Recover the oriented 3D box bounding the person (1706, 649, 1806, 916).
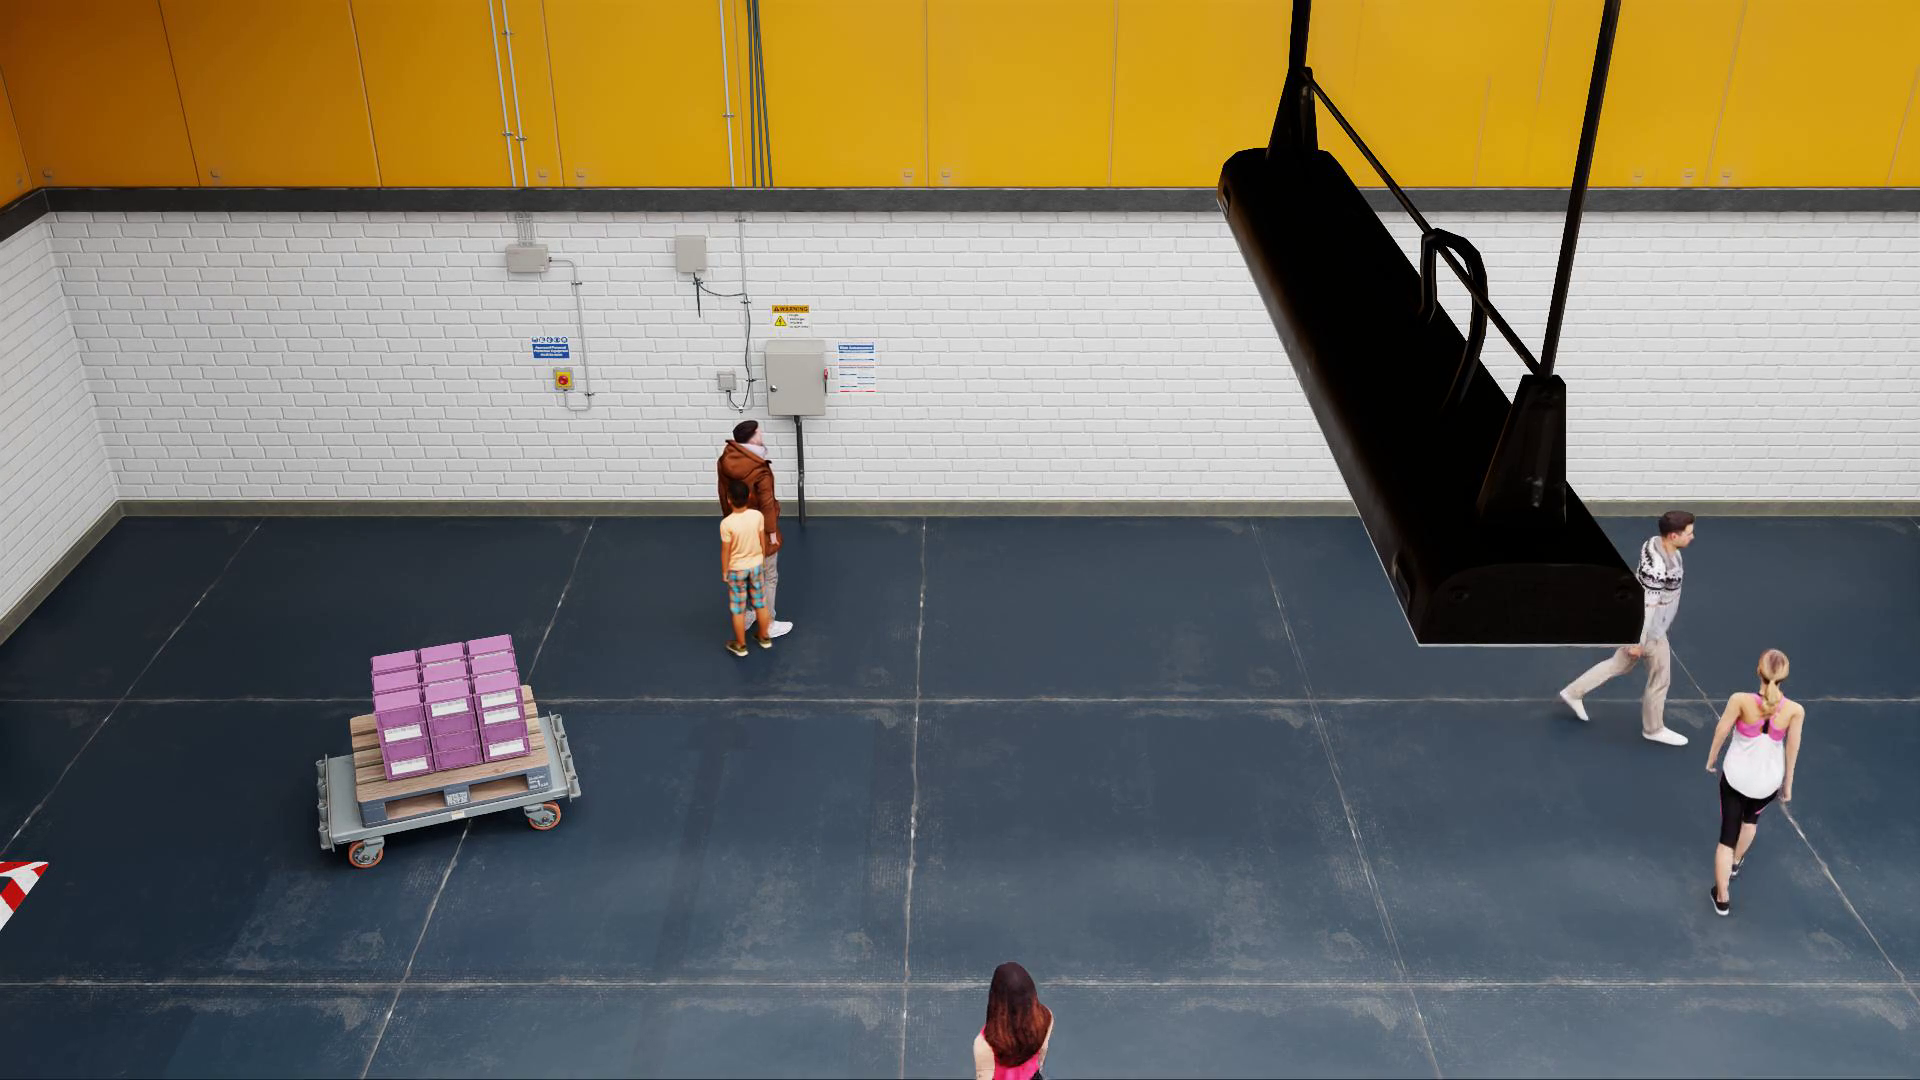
[{"bbox_3d":[4.796,1.523,10.106,0.820,1.763,0.992,10,30,17],"label":"person"}]

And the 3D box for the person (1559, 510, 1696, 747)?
[{"bbox_3d":[4.766,0.572,11.753,0.947,1.853,1.147,7,29,13],"label":"person"}]

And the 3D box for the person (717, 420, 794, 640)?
[{"bbox_3d":[-1.615,-0.090,12.986,0.852,1.837,0.898,20,35,33],"label":"person"}]

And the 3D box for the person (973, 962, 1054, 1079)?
[{"bbox_3d":[0.280,2.748,7.986,0.782,1.642,0.878,-15,32,-26],"label":"person"}]

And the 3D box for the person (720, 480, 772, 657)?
[{"bbox_3d":[-1.655,0.207,12.836,0.588,1.458,0.618,-16,32,-27],"label":"person"}]
